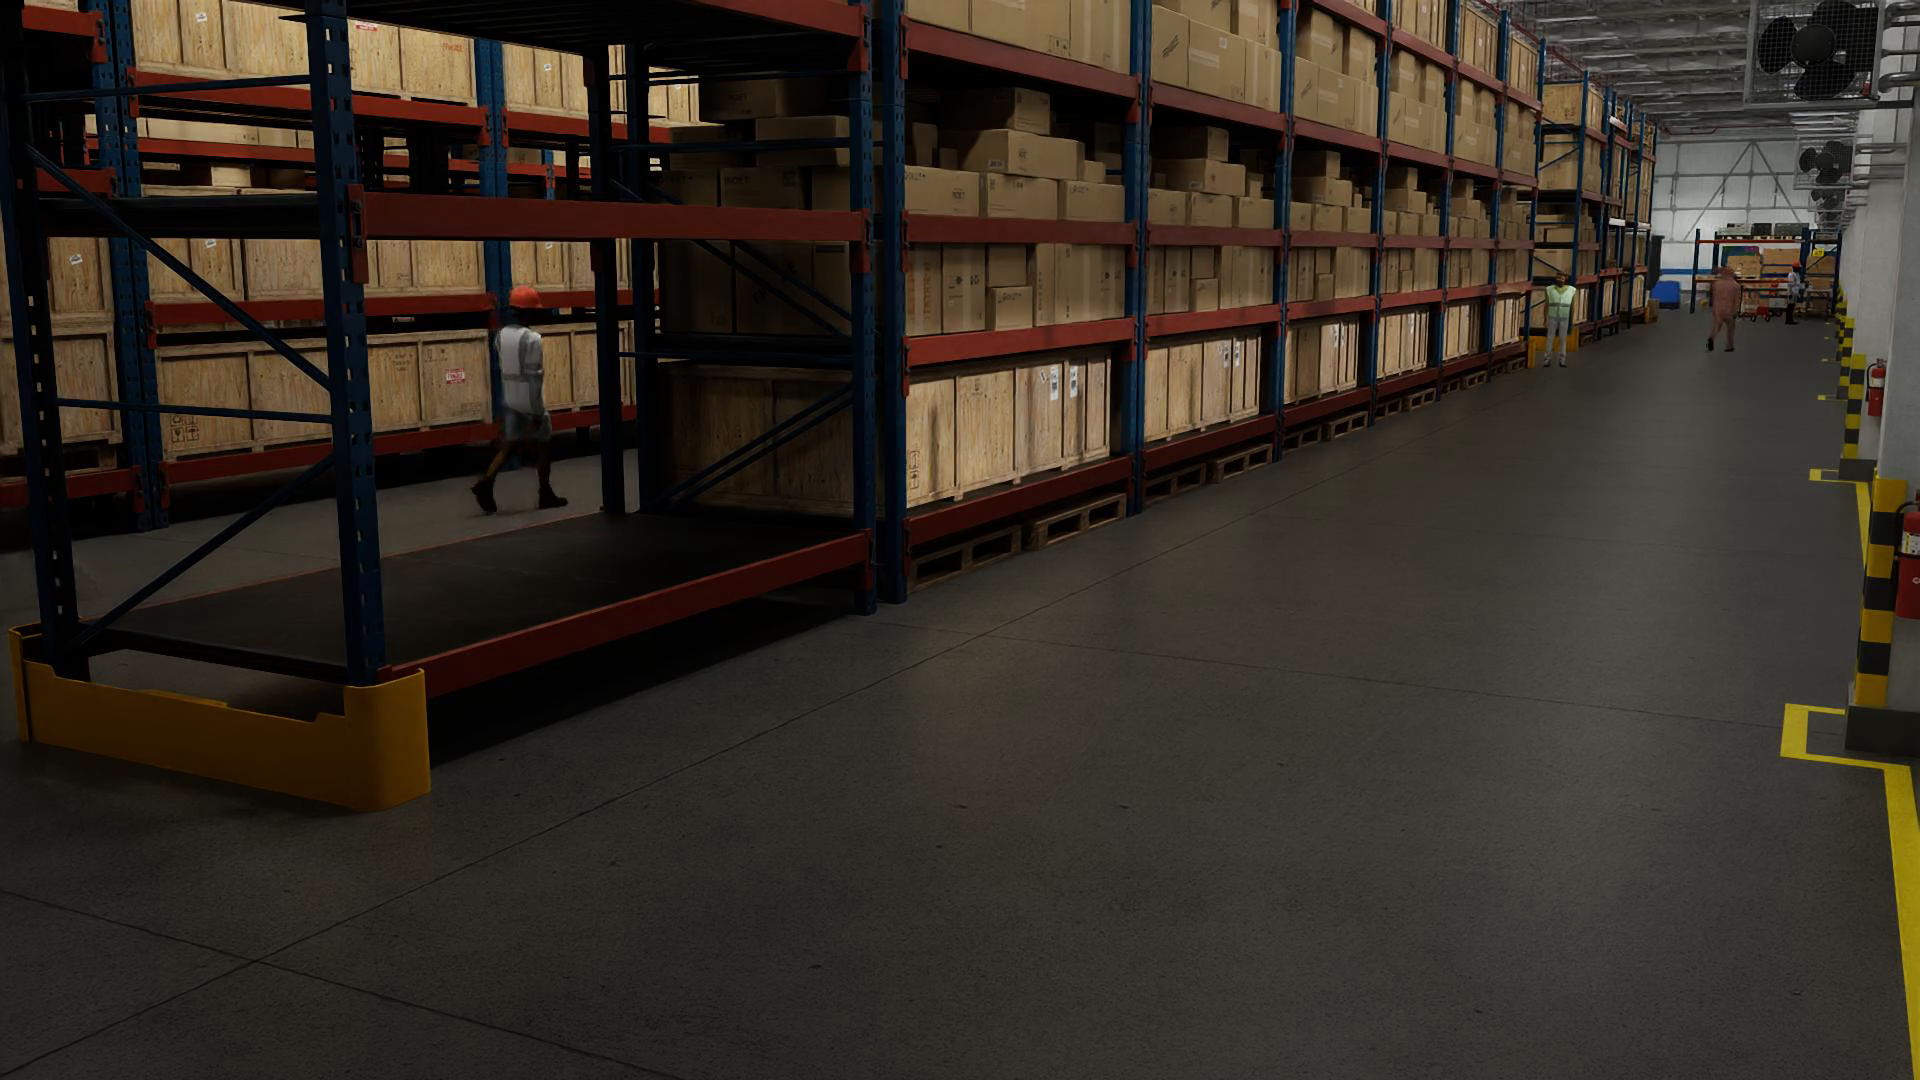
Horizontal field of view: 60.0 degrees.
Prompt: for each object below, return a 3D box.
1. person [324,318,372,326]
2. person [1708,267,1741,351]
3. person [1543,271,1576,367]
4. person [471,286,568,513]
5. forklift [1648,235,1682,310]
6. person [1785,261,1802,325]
[{"bbox_3d":[-7.502,-2.285,20.467,0.634,1.903,0.971,4,11,23],"label":"person"},{"bbox_3d":[16.841,-5.076,36.637,0.787,1.879,0.636,-8,13,-40],"label":"person"},{"bbox_3d":[11.454,-4.223,31.810,0.563,1.837,0.389,3,10,16],"label":"person"},{"bbox_3d":[-3.704,-1.167,13.920,0.551,1.910,0.845,7,12,36],"label":"person"},{"bbox_3d":[26.381,-10.150,63.110,1.873,2.768,1.129,5,11,27],"label":"forklift"},{"bbox_3d":[25.393,-7.521,50.615,0.553,1.935,0.362,-9,13,-43],"label":"person"}]
